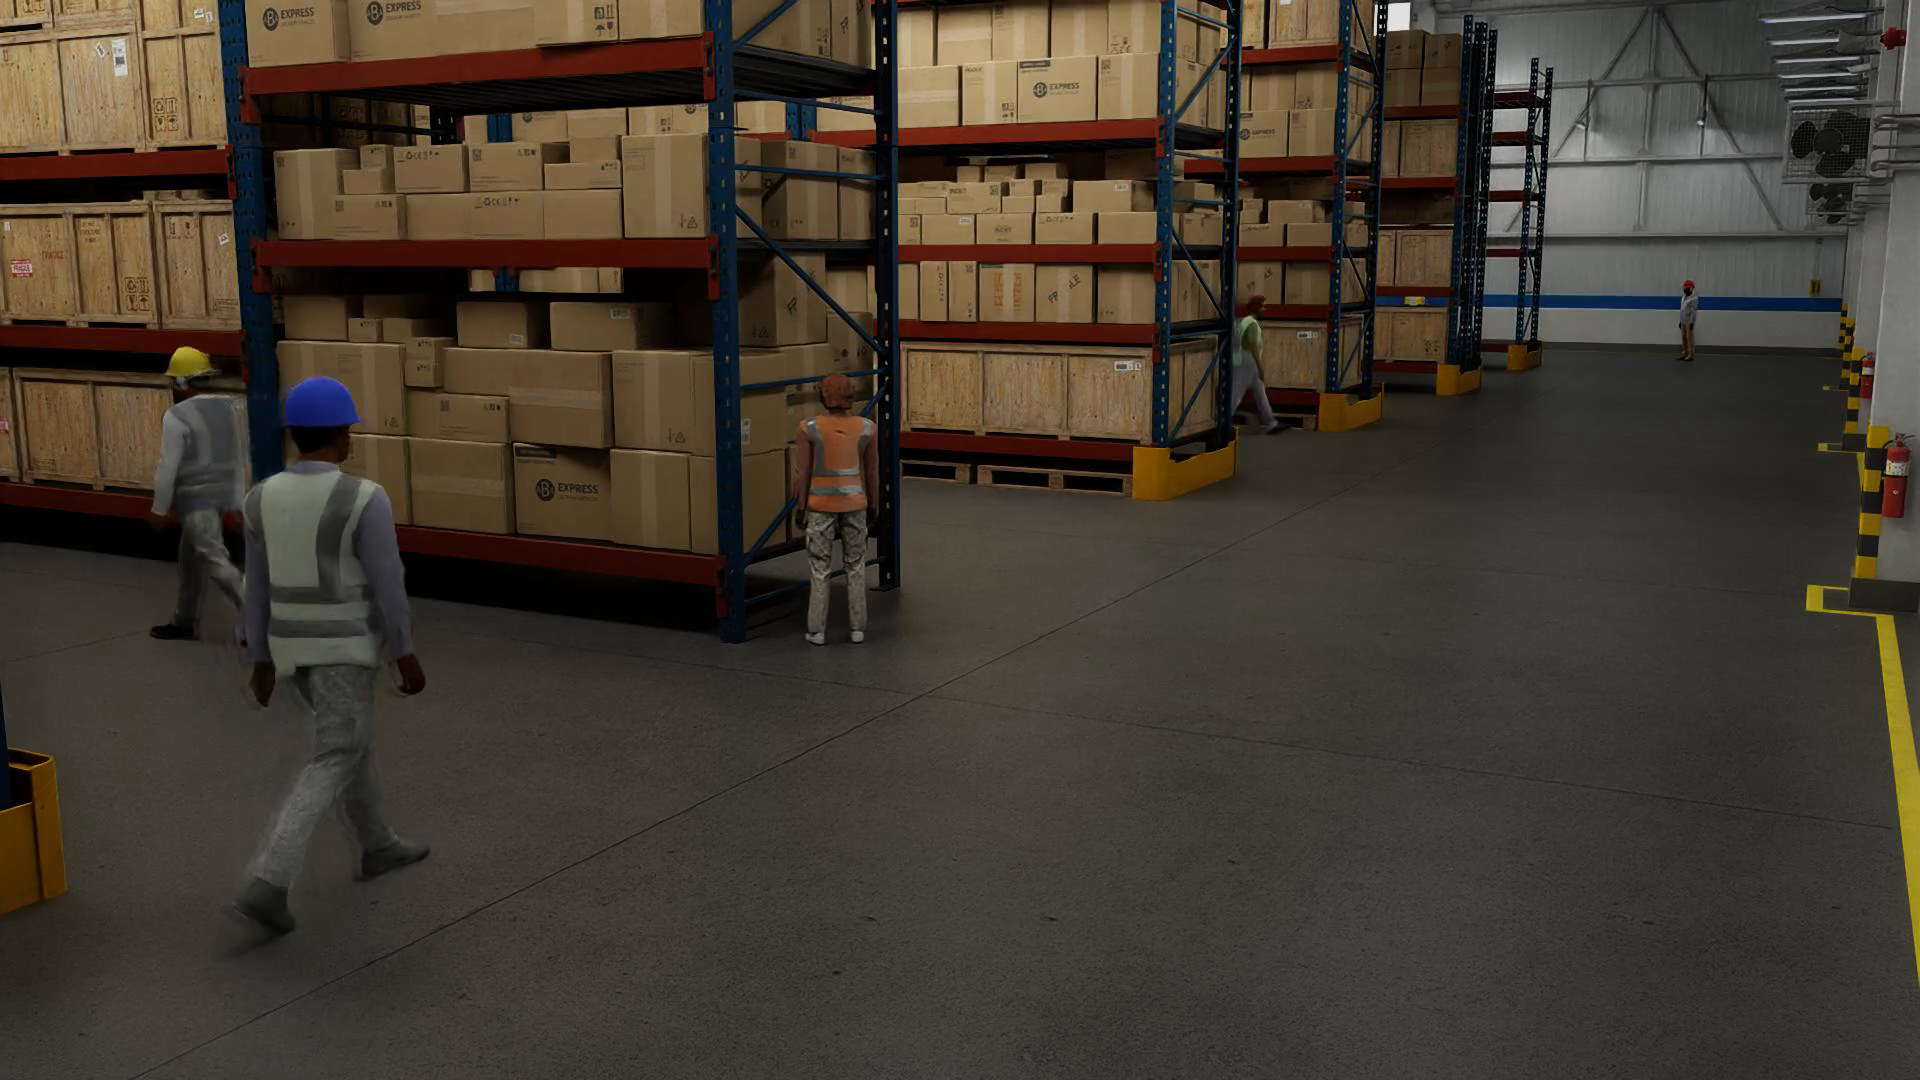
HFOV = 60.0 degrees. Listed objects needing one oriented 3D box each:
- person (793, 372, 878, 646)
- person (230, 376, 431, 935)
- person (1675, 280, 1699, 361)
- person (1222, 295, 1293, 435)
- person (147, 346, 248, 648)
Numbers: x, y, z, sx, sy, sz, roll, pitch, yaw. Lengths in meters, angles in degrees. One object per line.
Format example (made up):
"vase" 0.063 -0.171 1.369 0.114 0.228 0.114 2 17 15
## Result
"person" -0.733 -0.178 9.894 0.519 1.631 0.316 -3 10 -18
"person" -2.262 0.385 5.850 0.601 1.912 0.954 5 11 26
"person" 15.702 -4.735 35.947 0.355 1.744 0.564 -1 10 -5
"person" 3.748 -2.210 21.196 0.982 1.789 0.586 2 10 9
"person" -4.451 -0.246 9.837 0.920 1.793 0.589 1 10 6
